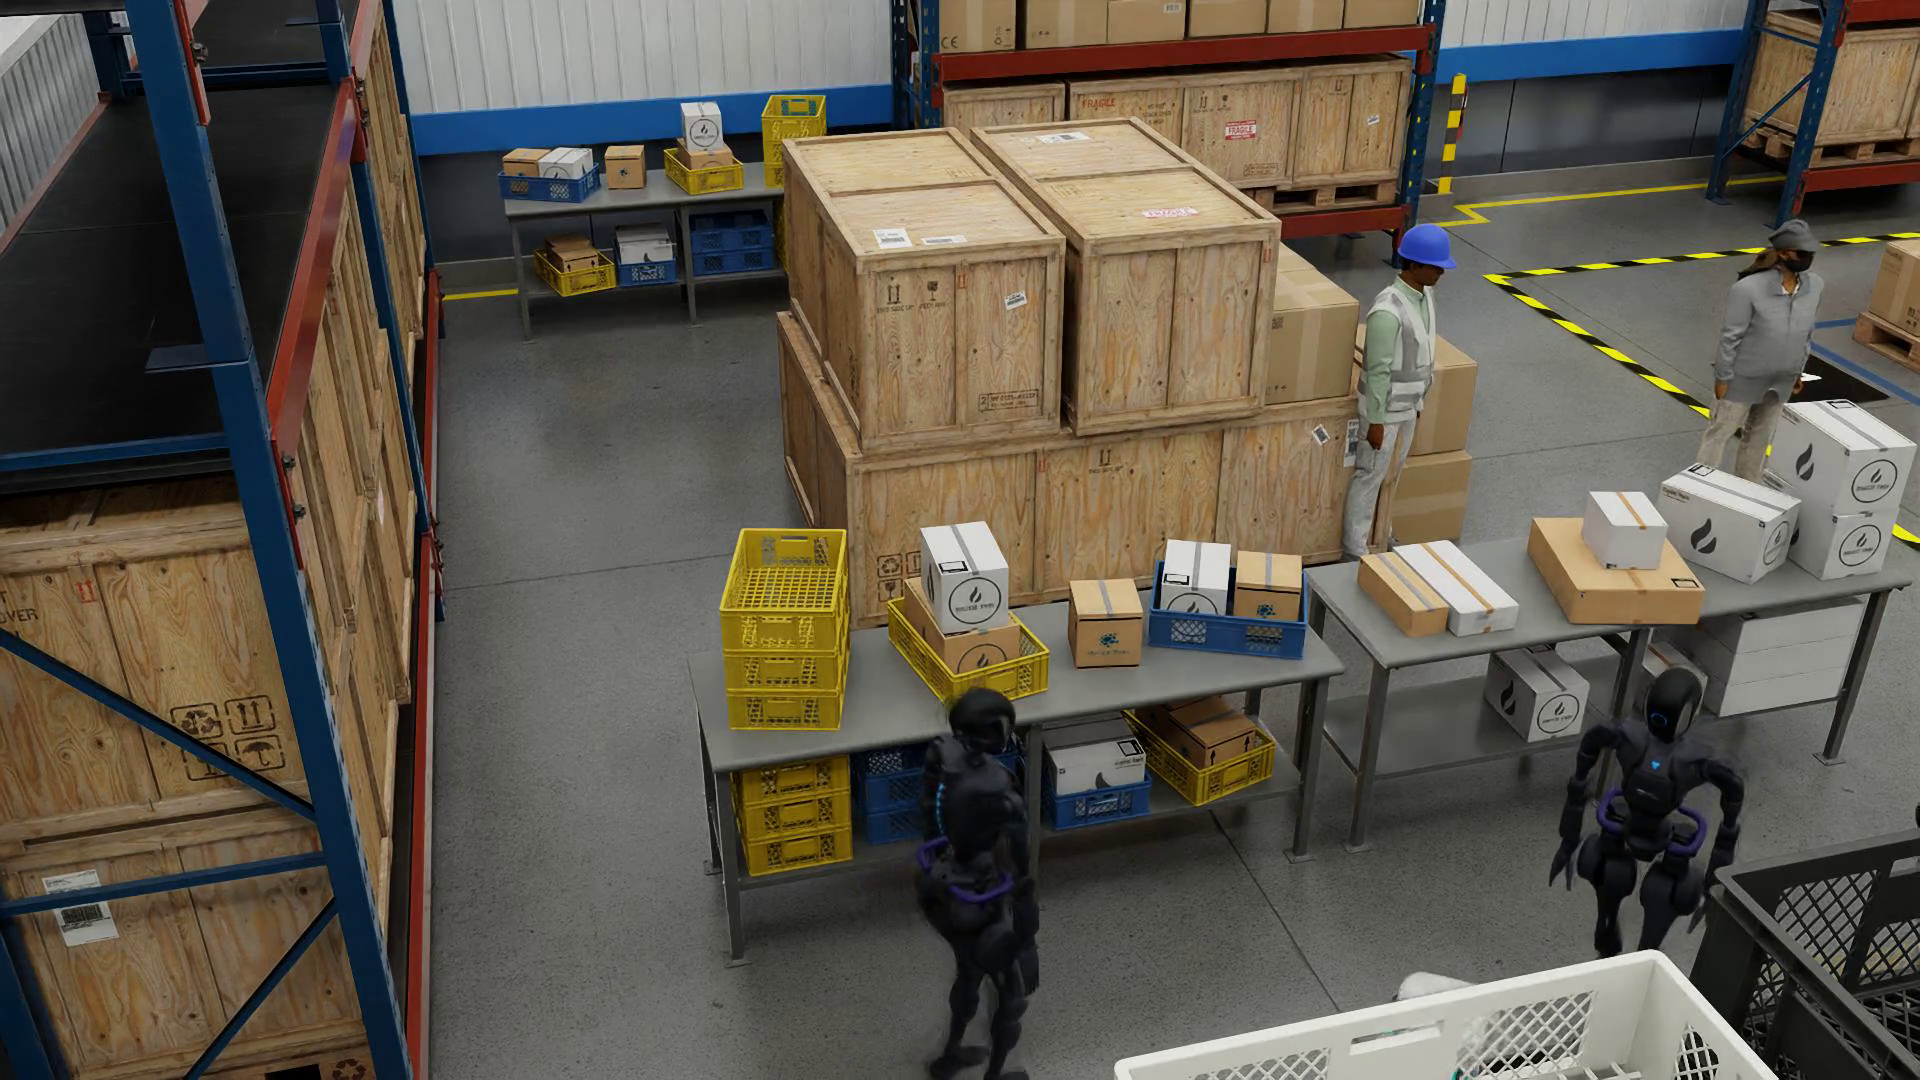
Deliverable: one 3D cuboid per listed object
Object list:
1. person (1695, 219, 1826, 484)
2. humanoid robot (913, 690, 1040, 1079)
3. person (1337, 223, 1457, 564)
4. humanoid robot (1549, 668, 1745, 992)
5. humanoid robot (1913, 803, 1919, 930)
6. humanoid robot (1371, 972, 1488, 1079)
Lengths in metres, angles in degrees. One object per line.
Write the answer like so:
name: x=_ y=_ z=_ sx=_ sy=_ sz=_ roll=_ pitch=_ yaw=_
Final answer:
person: x=4.420 y=-0.920 z=9.229 sx=0.572 sy=1.769 sz=0.397 roll=-6 pitch=29 yaw=-11
humanoid robot: x=0.046 y=1.187 z=5.508 sx=0.321 sy=1.659 sz=0.610 roll=-20 pitch=34 yaw=-32
person: x=2.273 y=-0.716 z=8.690 sx=0.411 sy=1.939 sz=0.602 roll=19 pitch=34 yaw=31
humanoid robot: x=2.342 y=1.101 z=5.686 sx=0.599 sy=1.628 sz=0.758 roll=18 pitch=34 yaw=30
humanoid robot: x=3.456 y=1.210 z=5.430 sx=0.844 sy=1.786 sz=0.558 roll=-10 pitch=30 yaw=-18
humanoid robot: x=1.371 y=1.883 z=4.218 sx=0.802 sy=1.812 sz=0.550 roll=5 pitch=29 yaw=10
